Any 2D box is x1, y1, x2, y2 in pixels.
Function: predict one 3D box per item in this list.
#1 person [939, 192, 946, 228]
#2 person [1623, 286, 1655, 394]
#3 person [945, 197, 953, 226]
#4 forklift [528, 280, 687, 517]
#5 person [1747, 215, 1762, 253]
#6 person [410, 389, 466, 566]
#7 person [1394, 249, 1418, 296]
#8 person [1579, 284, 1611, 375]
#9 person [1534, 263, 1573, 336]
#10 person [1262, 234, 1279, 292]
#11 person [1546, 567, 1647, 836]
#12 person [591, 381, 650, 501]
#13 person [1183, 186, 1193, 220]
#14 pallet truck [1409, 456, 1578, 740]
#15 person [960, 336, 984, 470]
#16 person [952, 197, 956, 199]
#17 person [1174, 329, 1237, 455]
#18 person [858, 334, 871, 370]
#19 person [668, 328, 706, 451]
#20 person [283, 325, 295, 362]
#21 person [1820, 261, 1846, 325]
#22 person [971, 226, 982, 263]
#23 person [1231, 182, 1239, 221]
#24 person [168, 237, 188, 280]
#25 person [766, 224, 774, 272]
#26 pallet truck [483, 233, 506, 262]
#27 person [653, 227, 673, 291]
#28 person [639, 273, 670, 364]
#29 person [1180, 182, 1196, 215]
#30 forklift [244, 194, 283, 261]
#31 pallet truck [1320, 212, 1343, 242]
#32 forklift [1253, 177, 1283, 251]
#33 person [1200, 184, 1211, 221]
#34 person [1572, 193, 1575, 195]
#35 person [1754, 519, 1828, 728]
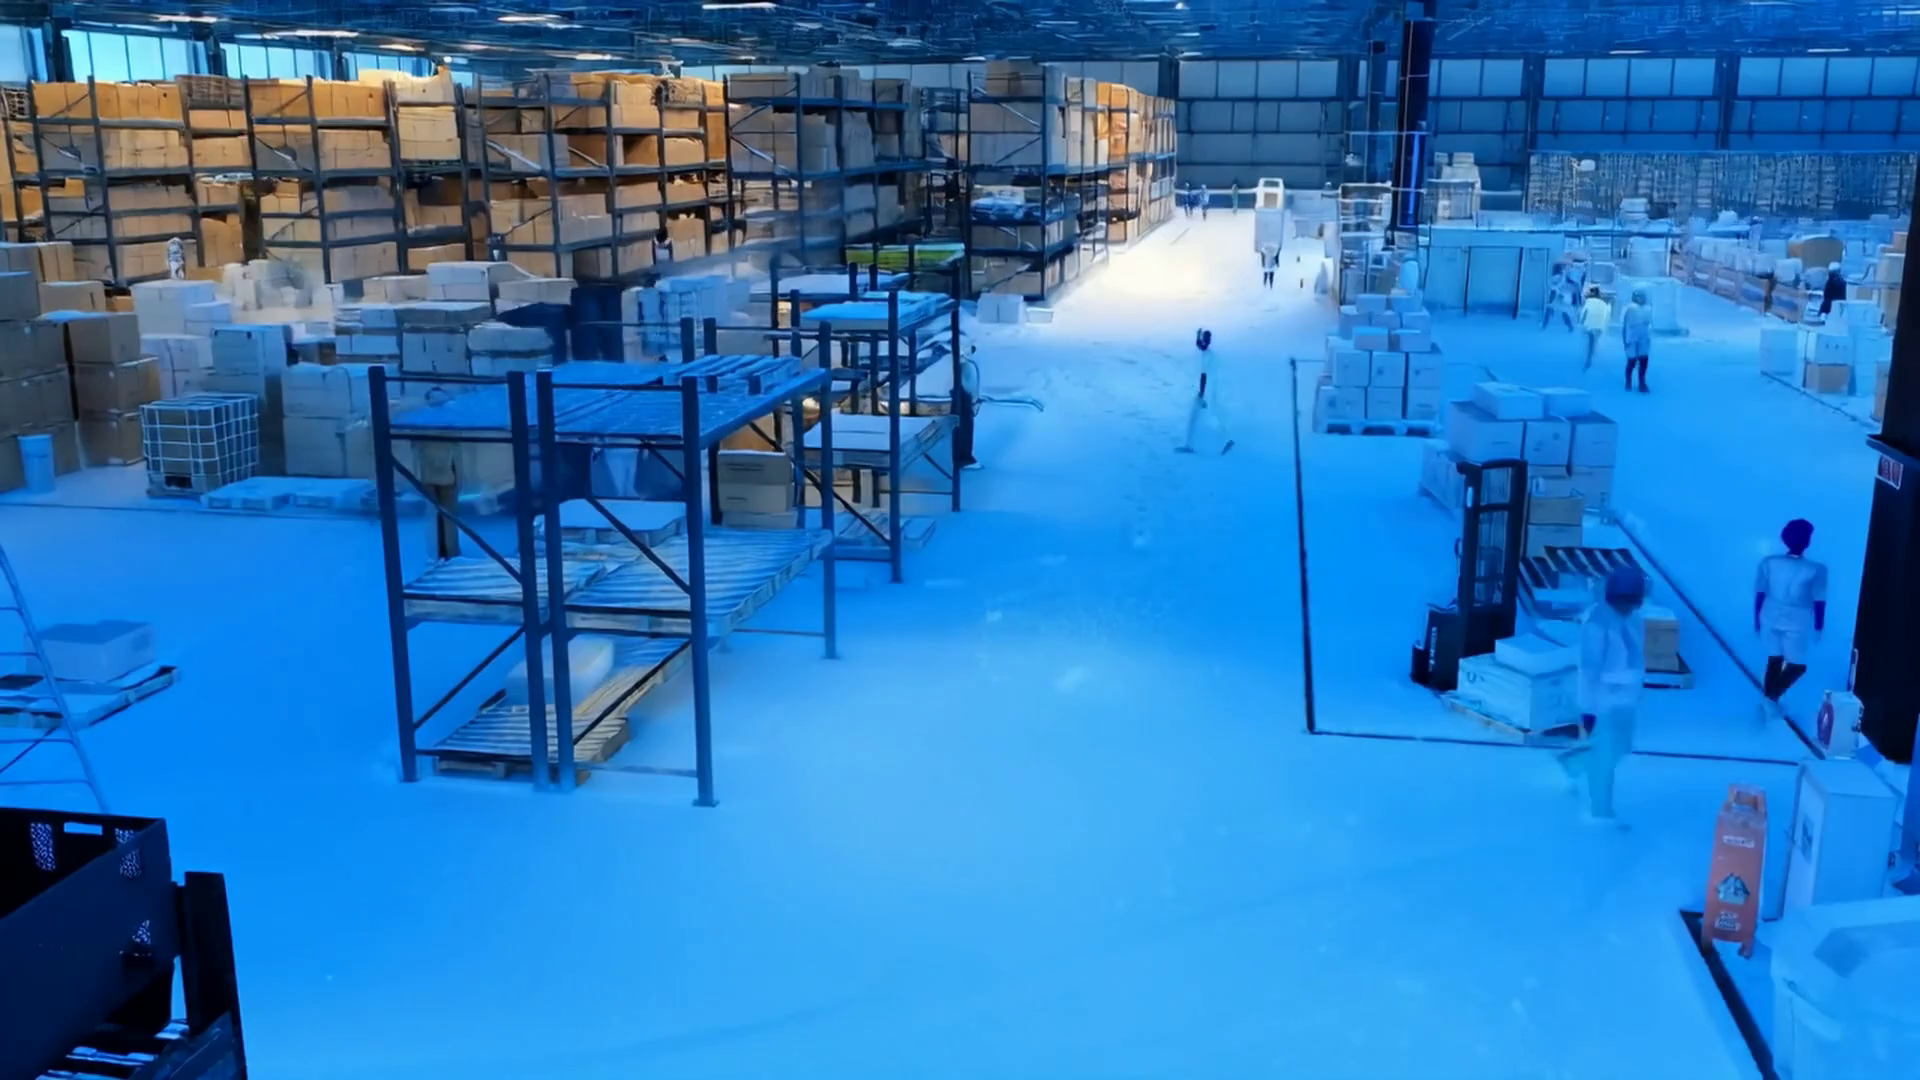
[{"bbox_3d":[-0.746,-14.690,74.786,0.379,1.937,0.547,-3,14,-10],"label":"person"},{"bbox_3d":[12.106,-3.553,29.628,0.560,1.903,0.826,0,14,1],"label":"person"},{"bbox_3d":[-0.469,-15.004,76.066,0.379,1.937,0.629,-8,16,-29],"label":"person"},{"bbox_3d":[-4.315,-1.716,20.172,1.873,2.768,1.129,3,14,10],"label":"forklift"},{"bbox_3d":[27.640,-10.392,57.745,0.792,1.736,0.523,-5,15,-20],"label":"person"},{"bbox_3d":[-5.586,-0.667,17.881,0.594,1.922,0.374,4,14,15],"label":"person"},{"bbox_3d":[10.887,-6.225,40.732,0.618,1.780,0.917,-13,19,-42],"label":"person"},{"bbox_3d":[12.282,-4.075,32.150,0.526,1.712,0.946,13,19,42],"label":"person"},{"bbox_3d":[13.705,-5.510,38.107,0.881,1.652,0.545,13,19,43],"label":"person"},{"bbox_3d":[9.005,-8.039,48.280,0.540,1.696,0.317,-5,15,-19],"label":"person"},{"bbox_3d":[4.290,1.042,11.162,0.635,1.824,0.605,-13,19,-43],"label":"person"},{"bbox_3d":[-3.994,-1.061,19.541,0.648,1.883,1.007,-7,16,-27],"label":"person"},{"bbox_3d":[11.992,-17.773,87.657,0.525,1.769,0.308,3,14,12],"label":"person"},{"bbox_3d":[4.504,0.400,13.395,0.823,1.965,1.885,-6,15,-23],"label":"pallet truck"},{"bbox_3d":[0.100,-1.896,23.031,0.345,1.846,0.508,-7,16,-28],"label":"person"},{"bbox_3d":[-0.361,-16.594,83.179,0.510,1.610,0.794,3,14,14],"label":"person"},{"bbox_3d":[3.577,-2.125,23.981,0.837,1.838,0.520,7,15,26],"label":"person"},{"bbox_3d":[-1.893,-4.302,32.551,0.603,1.966,0.368,6,15,22],"label":"person"},{"bbox_3d":[-3.911,-2.138,23.956,0.599,1.879,0.972,1,14,6],"label":"person"},{"bbox_3d":[-10.016,-2.245,24.446,0.861,1.852,0.622,-1,14,-4],"label":"person"},{"bbox_3d":[17.893,-4.721,34.192,0.385,1.993,0.624,-1,14,-4],"label":"person"},{"bbox_3d":[0.533,-10.245,56.954,0.429,1.837,0.621,10,17,35],"label":"person"},{"bbox_3d":[14.310,-17.588,86.433,0.375,1.995,0.611,1,14,4],"label":"person"},{"bbox_3d":[-22.344,-7.835,47.566,0.514,1.641,0.315,-5,15,-18],"label":"person"},{"bbox_3d":[-6.166,-9.642,54.994,0.528,1.581,0.856,1,14,2],"label":"person"},{"bbox_3d":[-11.832,-7.026,43.548,1.885,1.965,0.823,8,16,28],"label":"pallet truck"},{"bbox_3d":[-8.643,-8.188,48.495,0.598,1.895,0.864,3,14,13],"label":"person"},{"bbox_3d":[-6.274,-4.453,33.462,0.964,1.830,0.535,10,17,34],"label":"person"},{"bbox_3d":[12.641,-18.864,91.984,0.841,1.820,0.621,-5,15,-20],"label":"person"},{"bbox_3d":[-20.260,-8.711,48.569,1.129,2.768,1.873,-8,16,-31],"label":"forklift"},{"bbox_3d":[15.874,-13.227,70.310,0.680,1.201,1.601,10,17,35],"label":"pallet truck"},{"bbox_3d":[12.083,-12.747,64.956,1.129,2.768,1.873,3,14,10],"label":"forklift"},{"bbox_3d":[12.769,-17.579,86.597,0.544,1.907,0.798,2,14,9],"label":"person"},{"bbox_3d":[33.307,-18.385,89.985,0.568,1.840,0.374,-8,16,-31],"label":"person"},{"bbox_3d":[6.412,0.666,12.963,0.599,1.679,0.538,-9,17,-34],"label":"person"}]
